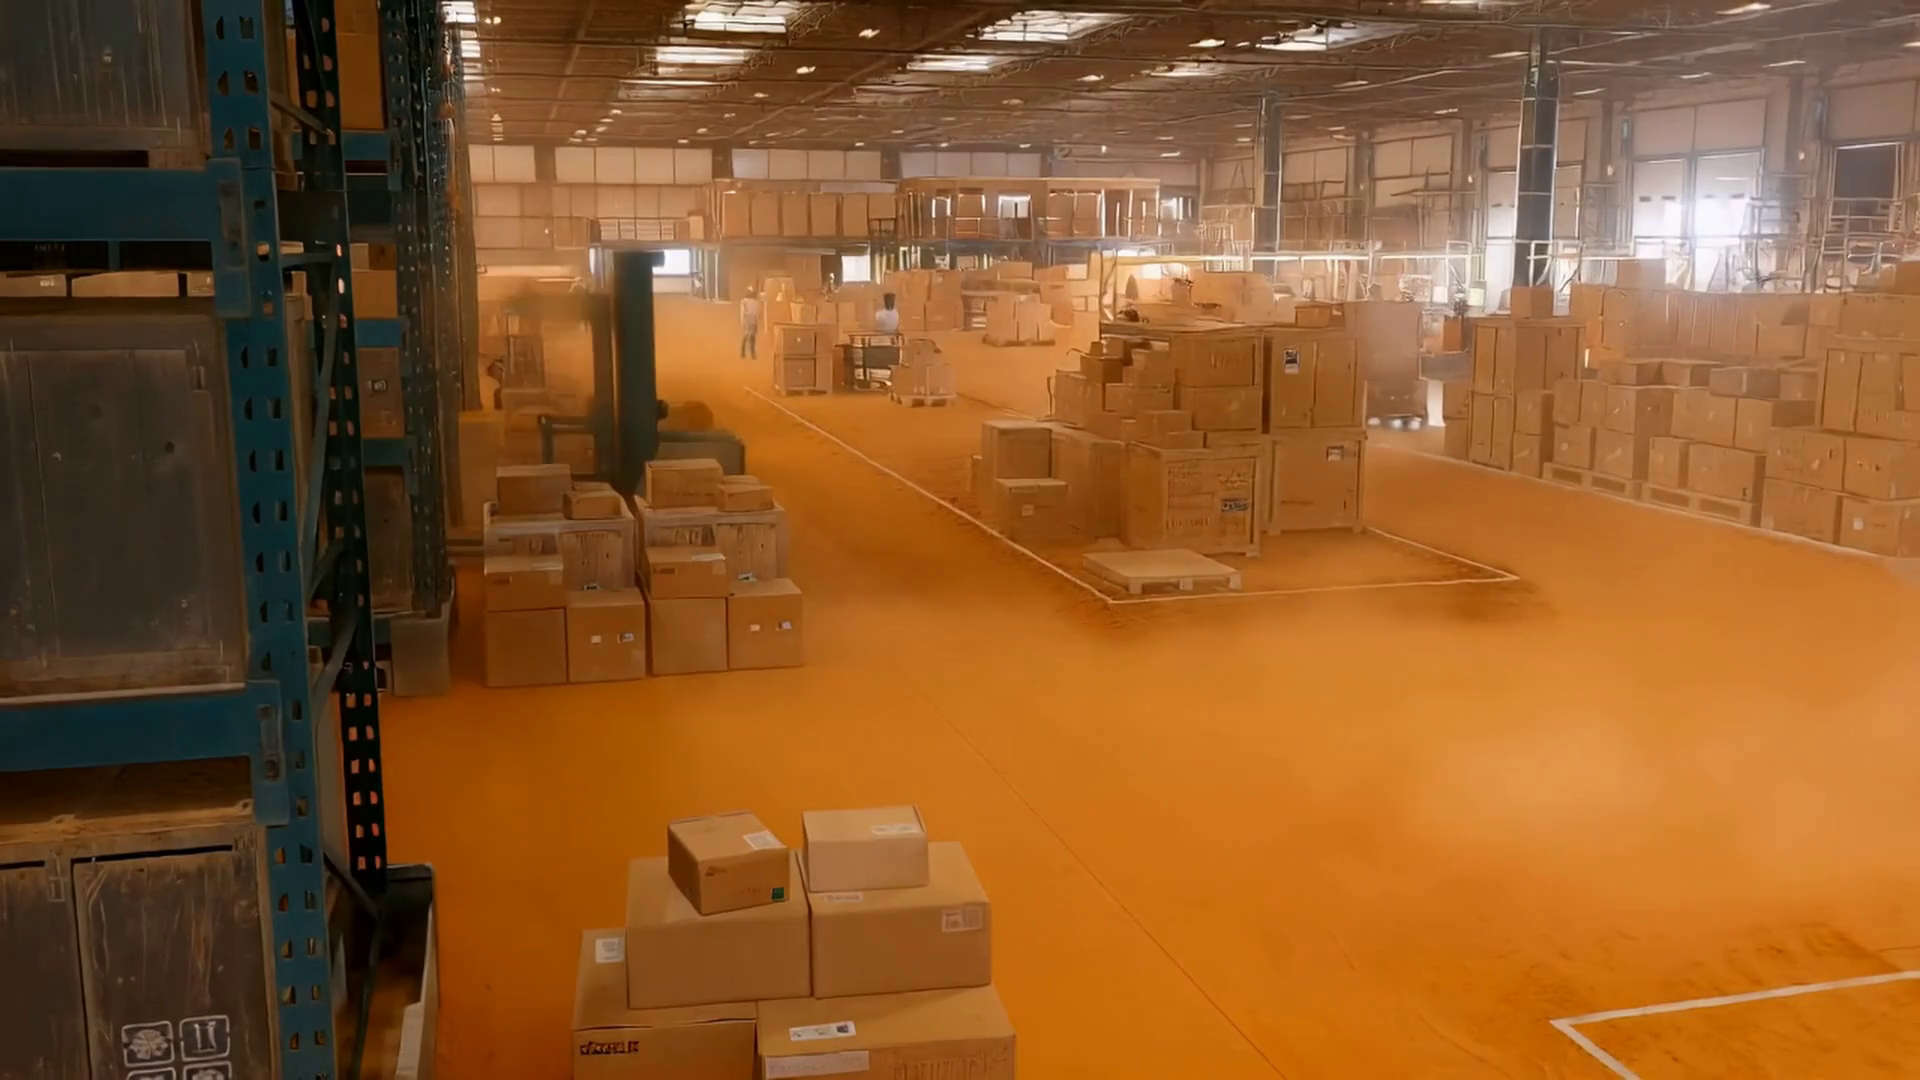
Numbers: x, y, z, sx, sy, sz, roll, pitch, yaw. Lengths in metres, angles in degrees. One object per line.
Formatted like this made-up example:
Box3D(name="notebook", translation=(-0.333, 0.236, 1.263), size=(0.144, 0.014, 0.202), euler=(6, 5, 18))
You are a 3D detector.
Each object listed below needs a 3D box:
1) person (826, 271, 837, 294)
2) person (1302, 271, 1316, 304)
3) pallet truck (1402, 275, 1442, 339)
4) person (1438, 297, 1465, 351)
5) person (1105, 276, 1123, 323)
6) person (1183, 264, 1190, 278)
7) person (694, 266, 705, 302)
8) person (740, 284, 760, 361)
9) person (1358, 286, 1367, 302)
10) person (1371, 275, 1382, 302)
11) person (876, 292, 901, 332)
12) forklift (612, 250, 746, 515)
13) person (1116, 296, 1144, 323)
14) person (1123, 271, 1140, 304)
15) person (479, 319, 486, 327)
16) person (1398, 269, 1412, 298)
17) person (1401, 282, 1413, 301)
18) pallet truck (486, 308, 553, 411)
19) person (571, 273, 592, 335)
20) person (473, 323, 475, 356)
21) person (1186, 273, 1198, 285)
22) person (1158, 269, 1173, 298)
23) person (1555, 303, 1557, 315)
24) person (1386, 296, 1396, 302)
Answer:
Box3D(name="person", translation=(-4.453, -8.282, 57.489), size=(0.408, 2.035, 0.601), euler=(1, 10, 3))
Box3D(name="person", translation=(13.248, -9.263, 63.263), size=(0.601, 1.948, 0.386), euler=(-8, 13, -37))
Box3D(name="pallet truck", translation=(14.620, -7.324, 52.145), size=(0.823, 1.965, 1.885), euler=(8, 13, 40))
Box3D(name="person", translation=(10.034, -4.040, 33.981), size=(0.506, 1.846, 0.345), euler=(0, 10, 2))
Box3D(name="person", translation=(5.623, -8.684, 60.418), size=(0.950, 1.802, 0.638), euler=(8, 13, 37))
Box3D(name="person", translation=(11.561, -13.047, 84.556), size=(0.612, 1.996, 0.388), euler=(-6, 12, -32))
Box3D(name="person", translation=(-13.387, -13.168, 85.603), size=(0.576, 1.871, 0.622), euler=(-4, 11, -19))
Box3D(name="person", translation=(-5.305, -5.500, 42.028), size=(0.558, 1.926, 0.631), euler=(-6, 11, -29))
Box3D(name="person", translation=(11.567, -6.442, 47.894), size=(0.775, 1.739, 0.539), euler=(-4, 11, -21))
Box3D(name="person", translation=(14.262, -8.180, 57.300), size=(0.613, 1.883, 0.963), euler=(-6, 11, -29))
Box3D(name="person", translation=(-1.487, -4.135, 34.246), size=(0.614, 1.946, 0.817), euler=(-7, 12, -35))
Box3D(name="forklift", translation=(-2.989, -1.296, 15.511), size=(1.873, 2.768, 1.129), euler=(-3, 10, -15))
Box3D(name="person", translation=(3.317, -3.877, 32.933), size=(0.568, 1.891, 0.957), euler=(-2, 10, -12))
Box3D(name="person", translation=(6.288, -8.864, 60.936), size=(0.630, 1.975, 0.480), euler=(-8, 13, -38))
Box3D(name="person", translation=(-17.372, -8.482, 59.173), size=(0.965, 1.823, 0.549), euler=(5, 11, 25))
Box3D(name="person", translation=(19.059, -10.657, 71.243), size=(0.547, 1.917, 0.582), euler=(4, 11, 21))
Box3D(name="person", translation=(14.957, -7.805, 55.732), size=(0.490, 1.699, 0.906), euler=(-4, 11, -19))
Box3D(name="pallet truck", translation=(-6.242, -2.418, 24.362), size=(0.823, 1.965, 1.885), euler=(1, 10, 3))
Box3D(name="person", translation=(-12.279, -7.676, 54.018), size=(0.684, 2.000, 0.539), euler=(-2, 10, -13))
Box3D(name="person", translation=(-9.962, -3.819, 33.253), size=(0.539, 1.667, 0.602), euler=(1, 10, 8))
Box3D(name="person", translation=(8.301, -8.523, 59.173), size=(0.610, 1.910, 0.612), euler=(3, 10, 15))
Box3D(name="person", translation=(8.525, -10.290, 69.138), size=(0.638, 1.920, 0.551), euler=(-1, 10, -7))
Box3D(name="person", translation=(17.594, -6.738, 49.794), size=(0.542, 1.644, 0.855), euler=(0, 10, 1))
Box3D(name="person", translation=(8.368, -3.821, 32.597), size=(0.605, 1.900, 0.637), euler=(-2, 10, -9))
